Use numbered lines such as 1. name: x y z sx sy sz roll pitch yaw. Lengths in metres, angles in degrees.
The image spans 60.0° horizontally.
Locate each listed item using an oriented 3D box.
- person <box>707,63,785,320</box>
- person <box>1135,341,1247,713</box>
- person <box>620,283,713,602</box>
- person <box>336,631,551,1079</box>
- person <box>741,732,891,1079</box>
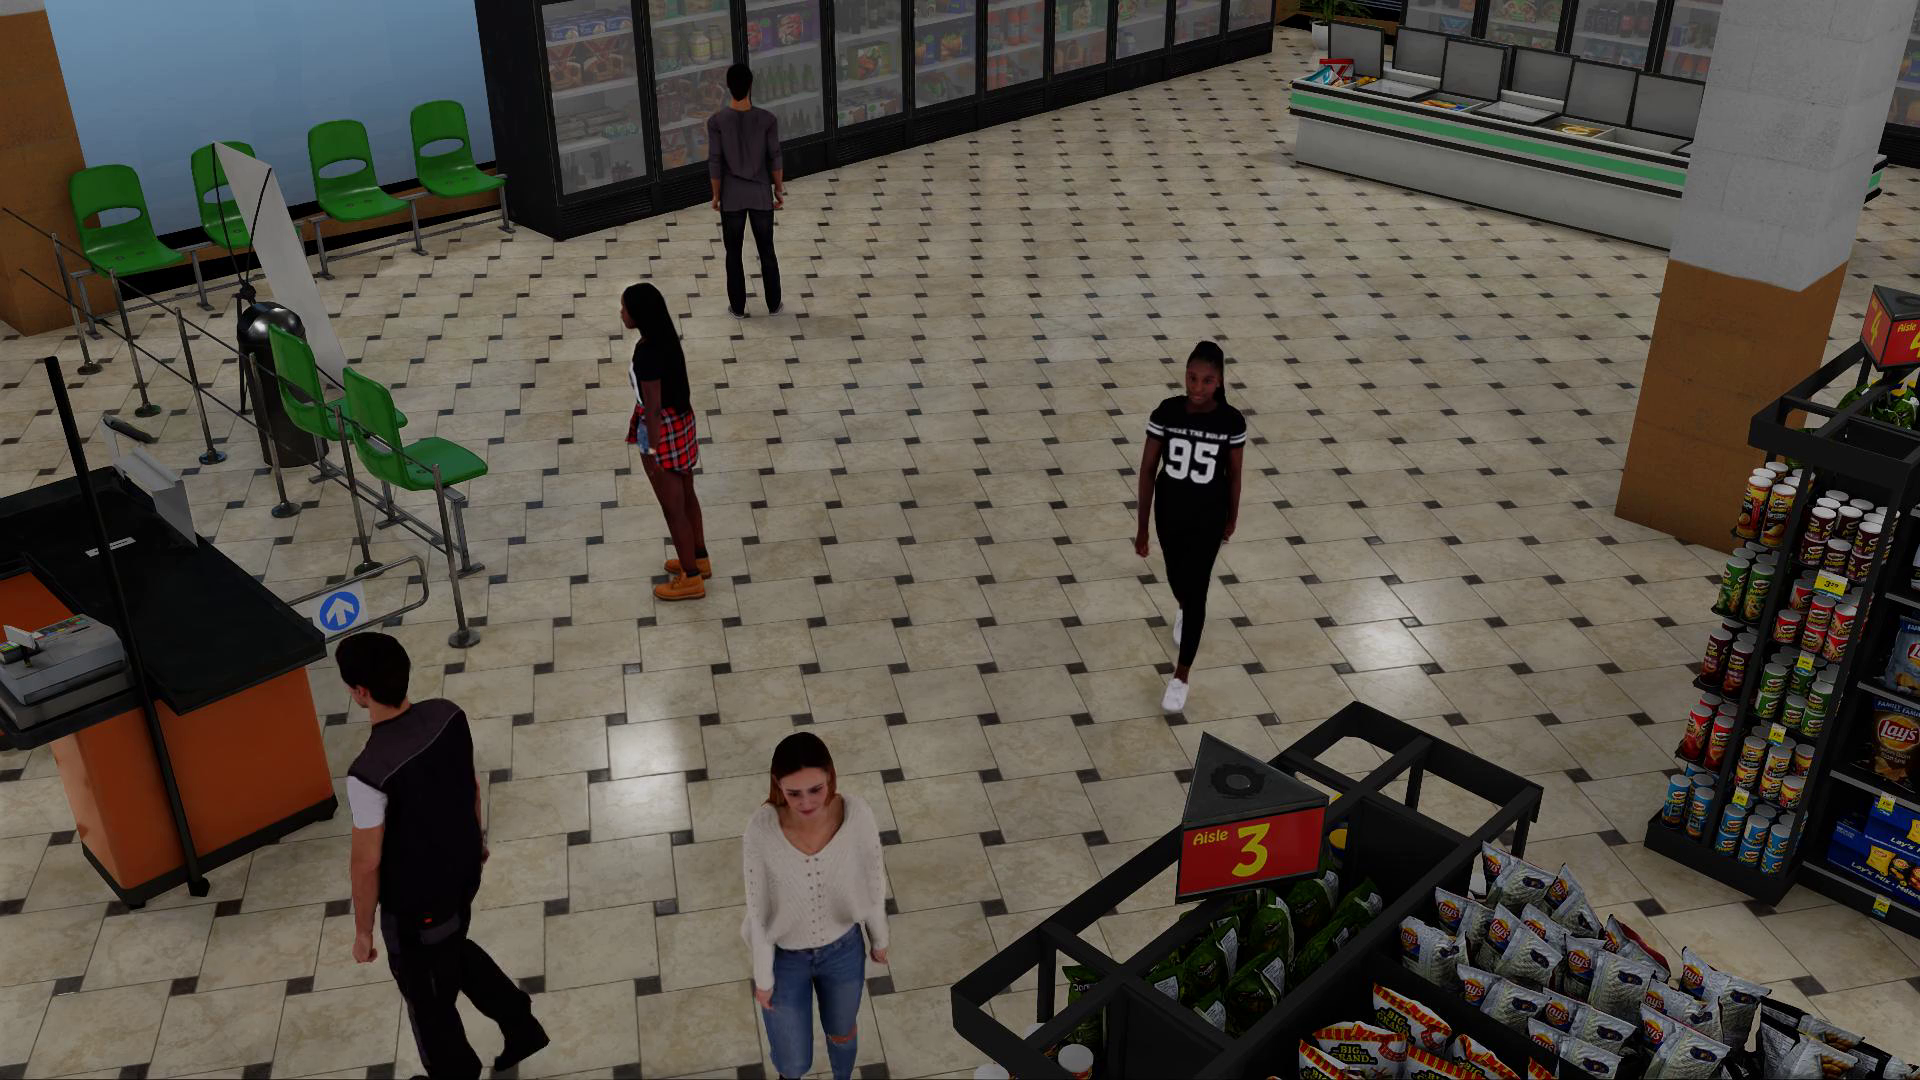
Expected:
1. person: -1.562 -2.536 12.155 0.751 1.852 0.751 -5 29 -9
2. person: 1.099 -0.132 7.921 1.177 1.690 1.030 8 30 15
3. person: -1.504 -0.506 8.575 0.769 1.718 0.716 2 29 4
4. person: -1.652 1.135 5.454 0.930 1.830 0.894 5 29 9
5. person: -0.507 1.282 5.344 0.746 1.677 0.778 -12 31 -21
